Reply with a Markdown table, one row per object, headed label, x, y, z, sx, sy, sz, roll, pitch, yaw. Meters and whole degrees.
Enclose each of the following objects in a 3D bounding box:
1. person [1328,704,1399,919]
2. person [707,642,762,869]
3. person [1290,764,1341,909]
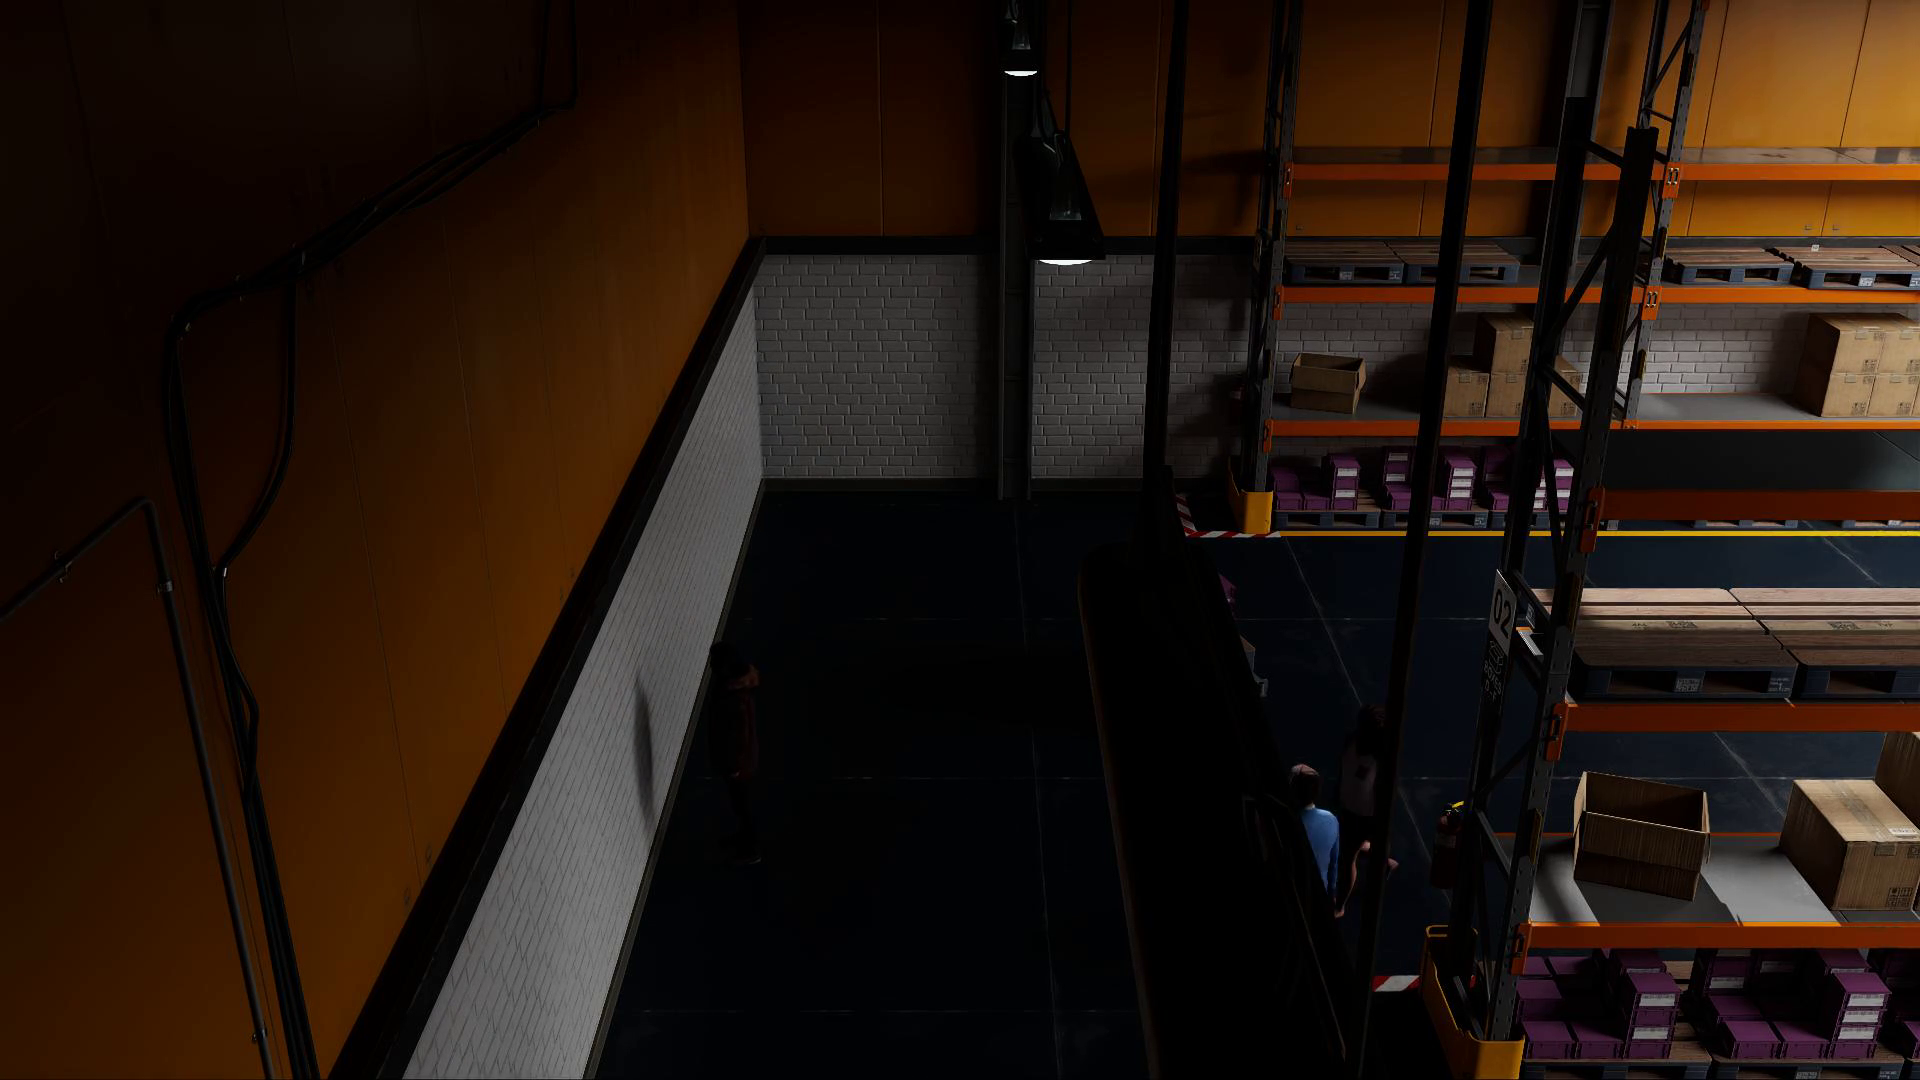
| label | x | y | z | sx | sy | sz | roll | pitch | yaw |
| --- | --- | --- | --- | --- | --- | --- | --- | --- | --- |
| person | 2.926 | 1.921 | 11.951 | 1.097 | 1.706 | 0.859 | -10 | 26 | -22 |
| person | -1.684 | 1.595 | 12.522 | 0.749 | 1.845 | 0.816 | -6 | 24 | -12 |
| person | 2.258 | 2.350 | 10.865 | 1.085 | 1.789 | 0.997 | -8 | 25 | -17 |
